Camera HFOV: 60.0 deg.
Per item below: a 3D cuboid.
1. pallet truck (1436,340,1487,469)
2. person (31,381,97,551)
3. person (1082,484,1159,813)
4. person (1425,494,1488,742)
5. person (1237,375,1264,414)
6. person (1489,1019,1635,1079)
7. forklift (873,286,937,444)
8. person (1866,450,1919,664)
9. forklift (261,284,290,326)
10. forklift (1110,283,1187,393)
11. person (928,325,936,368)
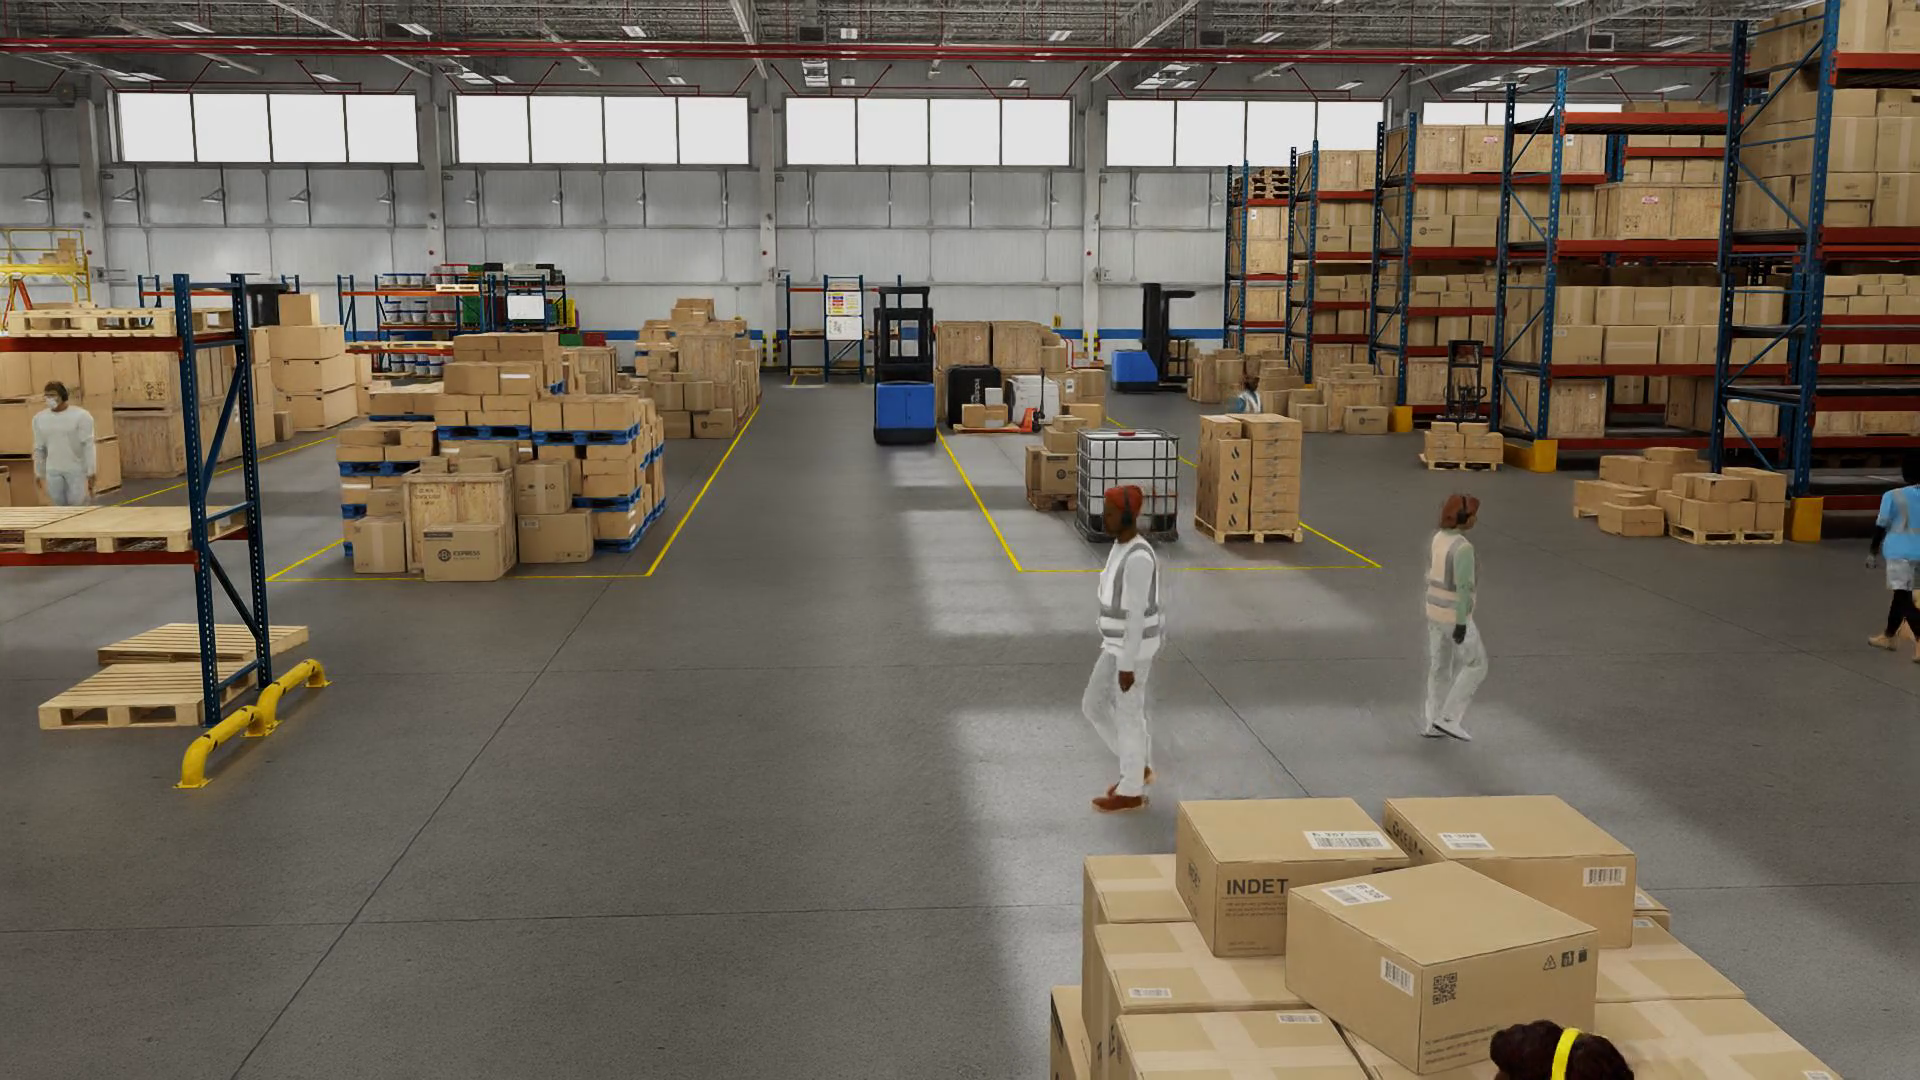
[{"bbox_3d":[8.004,-2.170,26.422,0.823,1.965,1.885,2,9,14],"label":"pallet truck"},{"bbox_3d":[-9.452,-0.721,17.554,0.651,1.922,0.453,0,9,0],"label":"person"},{"bbox_3d":[0.901,0.618,9.297,0.413,1.872,0.603,-1,9,-6],"label":"person"},{"bbox_3d":[3.211,0.508,10.784,0.374,1.626,0.516,-1,9,-9],"label":"person"},{"bbox_3d":[4.150,-1.606,24.096,0.826,1.604,0.513,8,12,39],"label":"person"},{"bbox_3d":[0.949,1.681,2.795,0.965,1.815,0.548,5,10,29],"label":"person"},{"bbox_3d":[-1.009,-3.204,30.151,1.129,2.768,1.873,-1,9,-4],"label":"forklift"},{"bbox_3d":[7.483,0.123,13.083,0.538,1.661,0.844,-1,9,-8],"label":"person"},{"bbox_3d":[-15.717,-4.518,38.398,1.873,2.768,1.129,-1,9,-4],"label":"forklift"},{"bbox_3d":[4.861,-5.178,42.540,1.873,2.768,1.129,-1,9,-4],"label":"forklift"},{"bbox_3d":[-0.540,-3.843,37.121,0.551,1.932,0.376,-6,11,-32],"label":"person"}]
